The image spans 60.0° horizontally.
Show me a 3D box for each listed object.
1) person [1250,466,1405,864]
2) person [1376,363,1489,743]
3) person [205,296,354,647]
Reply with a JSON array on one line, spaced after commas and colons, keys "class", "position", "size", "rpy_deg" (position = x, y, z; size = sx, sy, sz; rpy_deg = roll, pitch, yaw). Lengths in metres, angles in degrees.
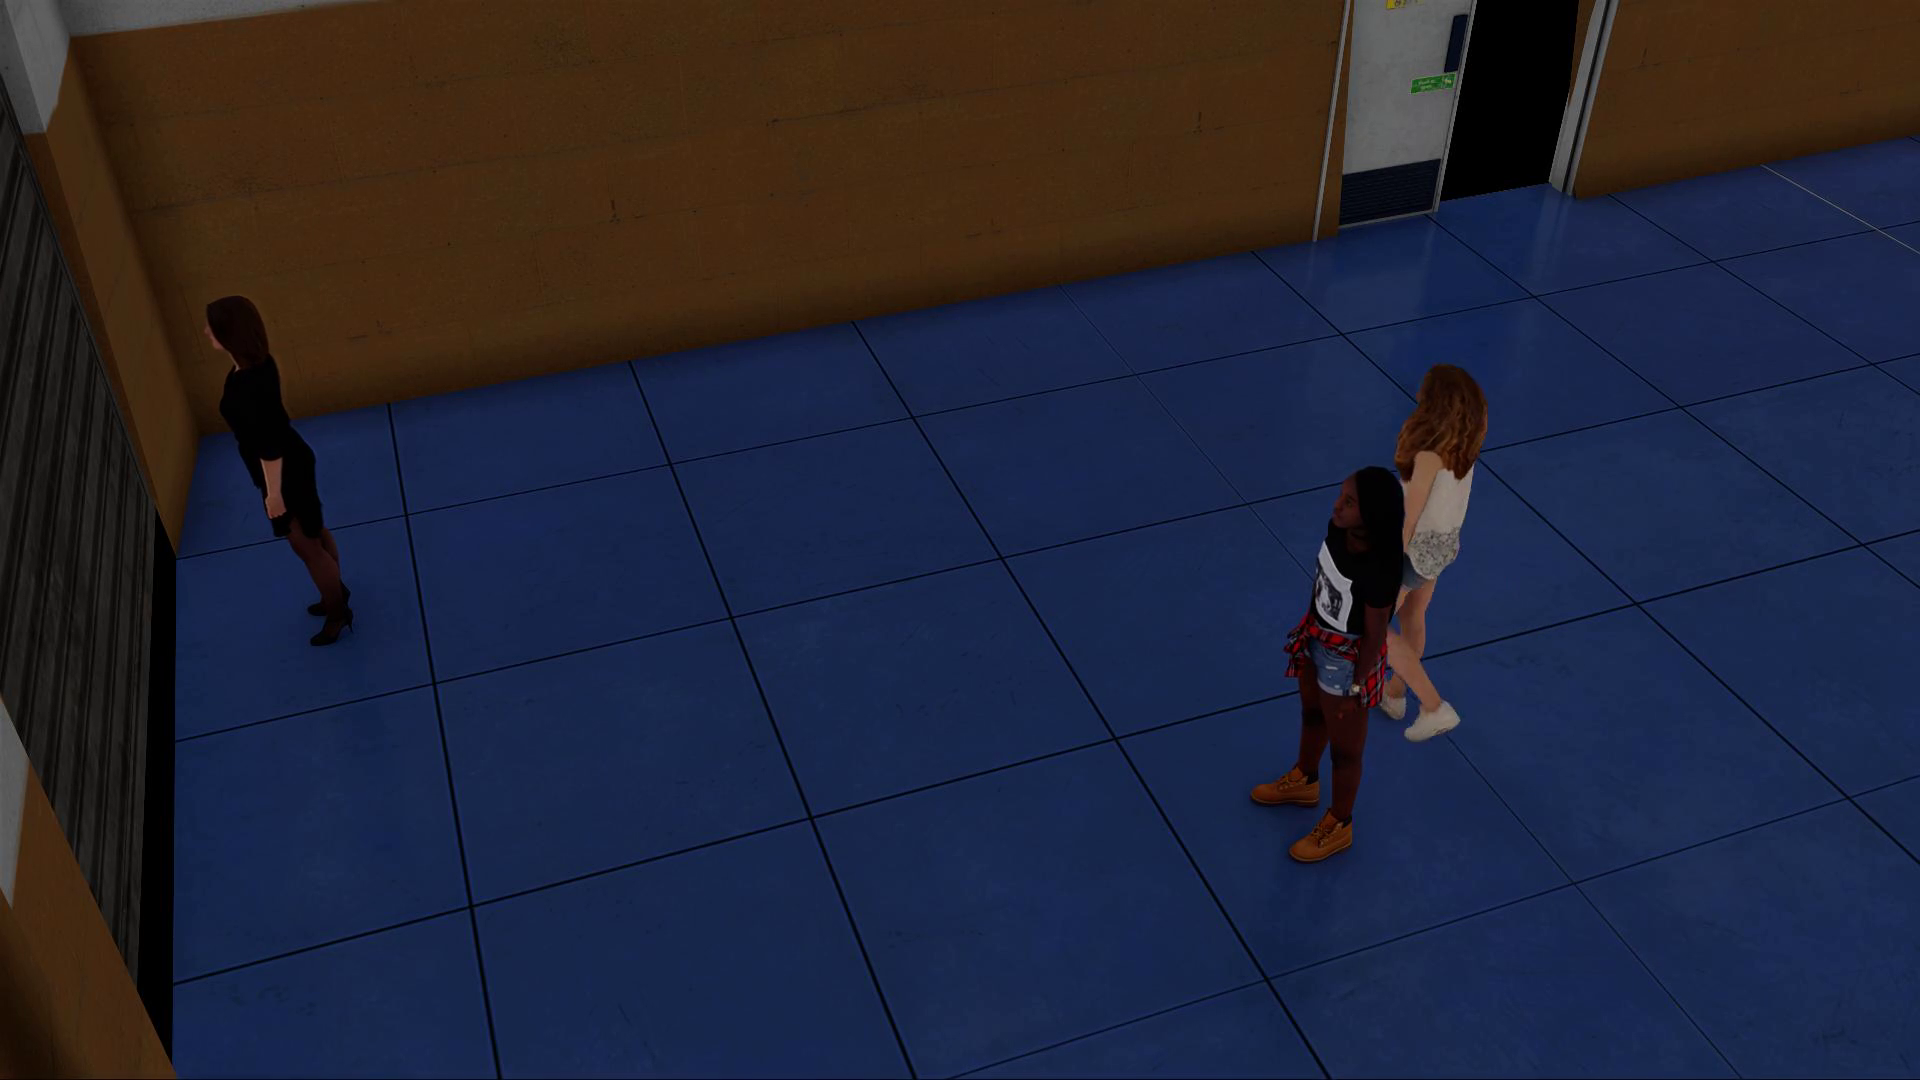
[{"class": "person", "position": [1.396, 0.448, 6.112], "size": [0.674, 1.729, 0.541], "rpy_deg": [-10, 38, -13]}, {"class": "person", "position": [1.873, 0.116, 6.538], "size": [0.762, 1.749, 0.889], "rpy_deg": [-26, 44, -30]}, {"class": "person", "position": [-2.878, -0.280, 7.087], "size": [0.661, 1.705, 0.462], "rpy_deg": [-9, 38, -12]}]
